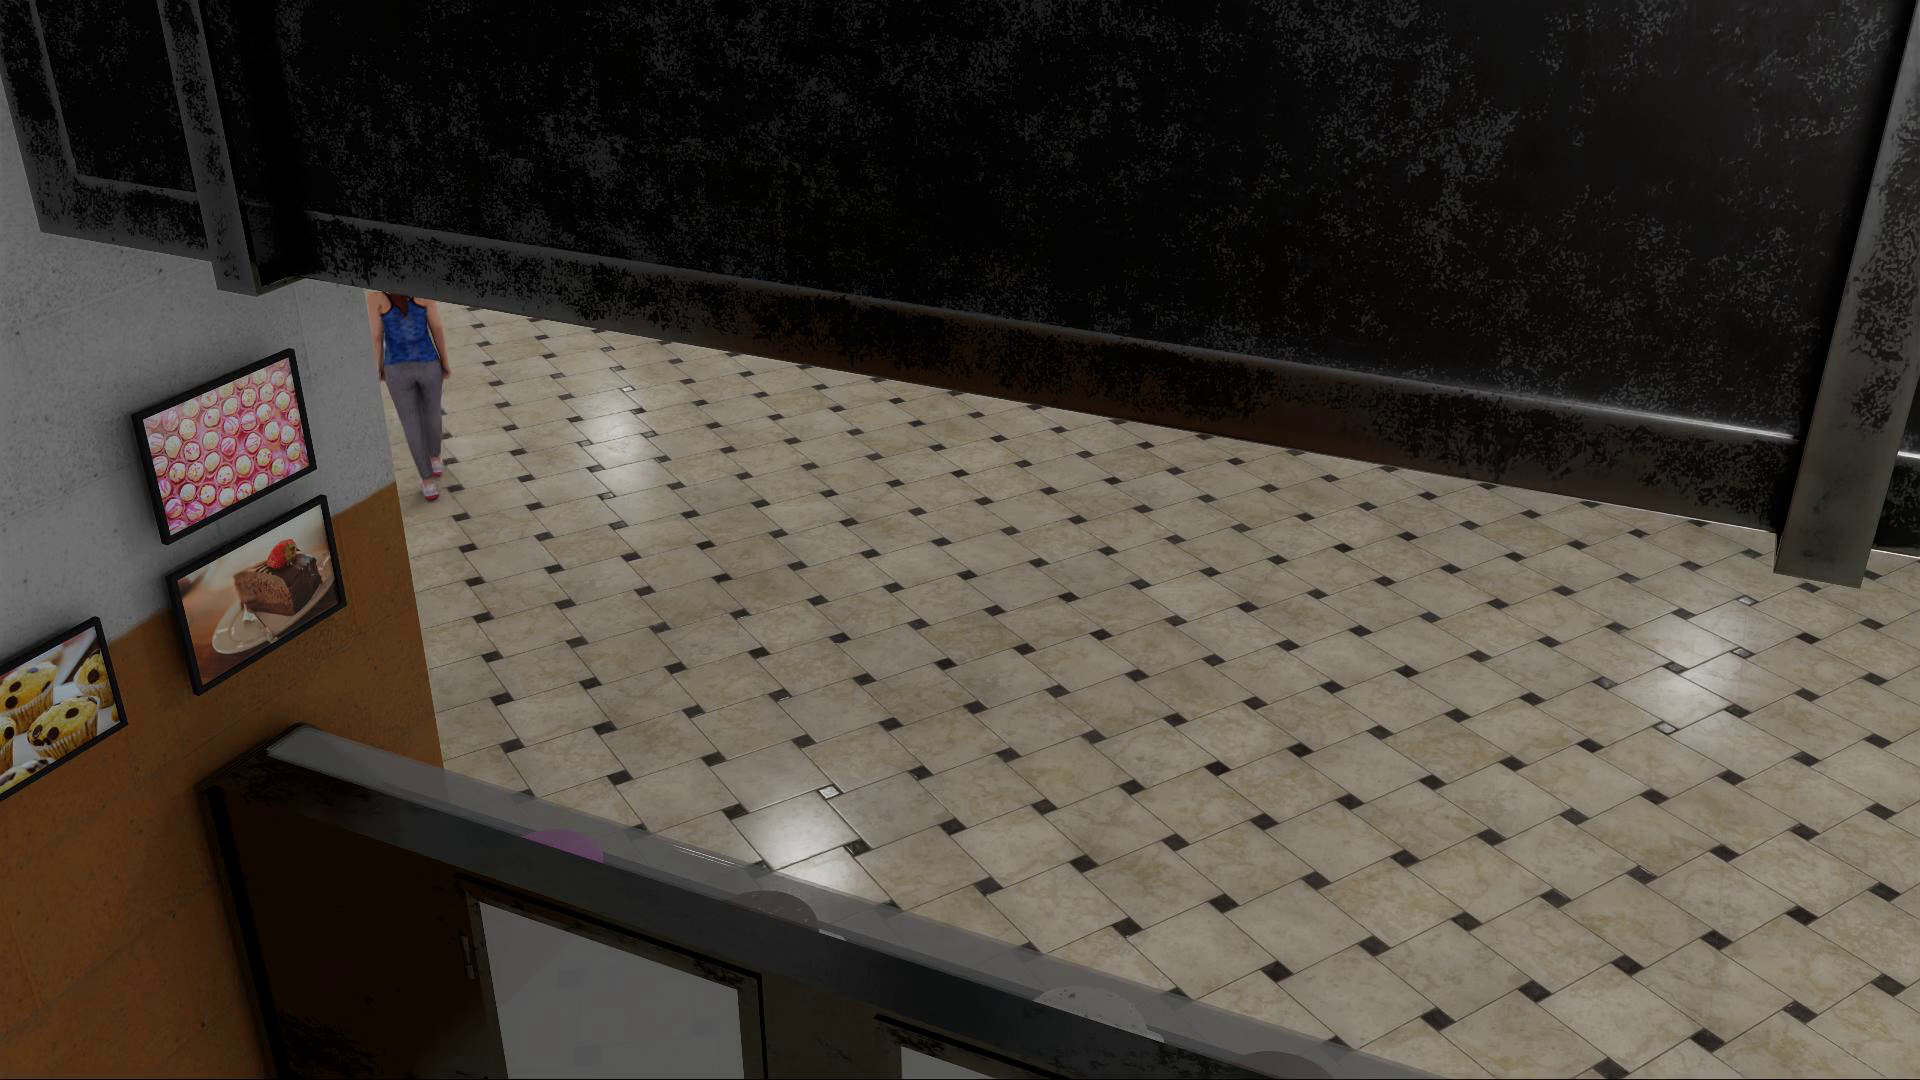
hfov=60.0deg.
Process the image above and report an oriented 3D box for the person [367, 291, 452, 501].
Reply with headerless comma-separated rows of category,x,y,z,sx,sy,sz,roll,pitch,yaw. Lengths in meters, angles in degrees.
person,-3.321,-1.008,10.144,0.836,1.593,0.869,-15,30,-27
